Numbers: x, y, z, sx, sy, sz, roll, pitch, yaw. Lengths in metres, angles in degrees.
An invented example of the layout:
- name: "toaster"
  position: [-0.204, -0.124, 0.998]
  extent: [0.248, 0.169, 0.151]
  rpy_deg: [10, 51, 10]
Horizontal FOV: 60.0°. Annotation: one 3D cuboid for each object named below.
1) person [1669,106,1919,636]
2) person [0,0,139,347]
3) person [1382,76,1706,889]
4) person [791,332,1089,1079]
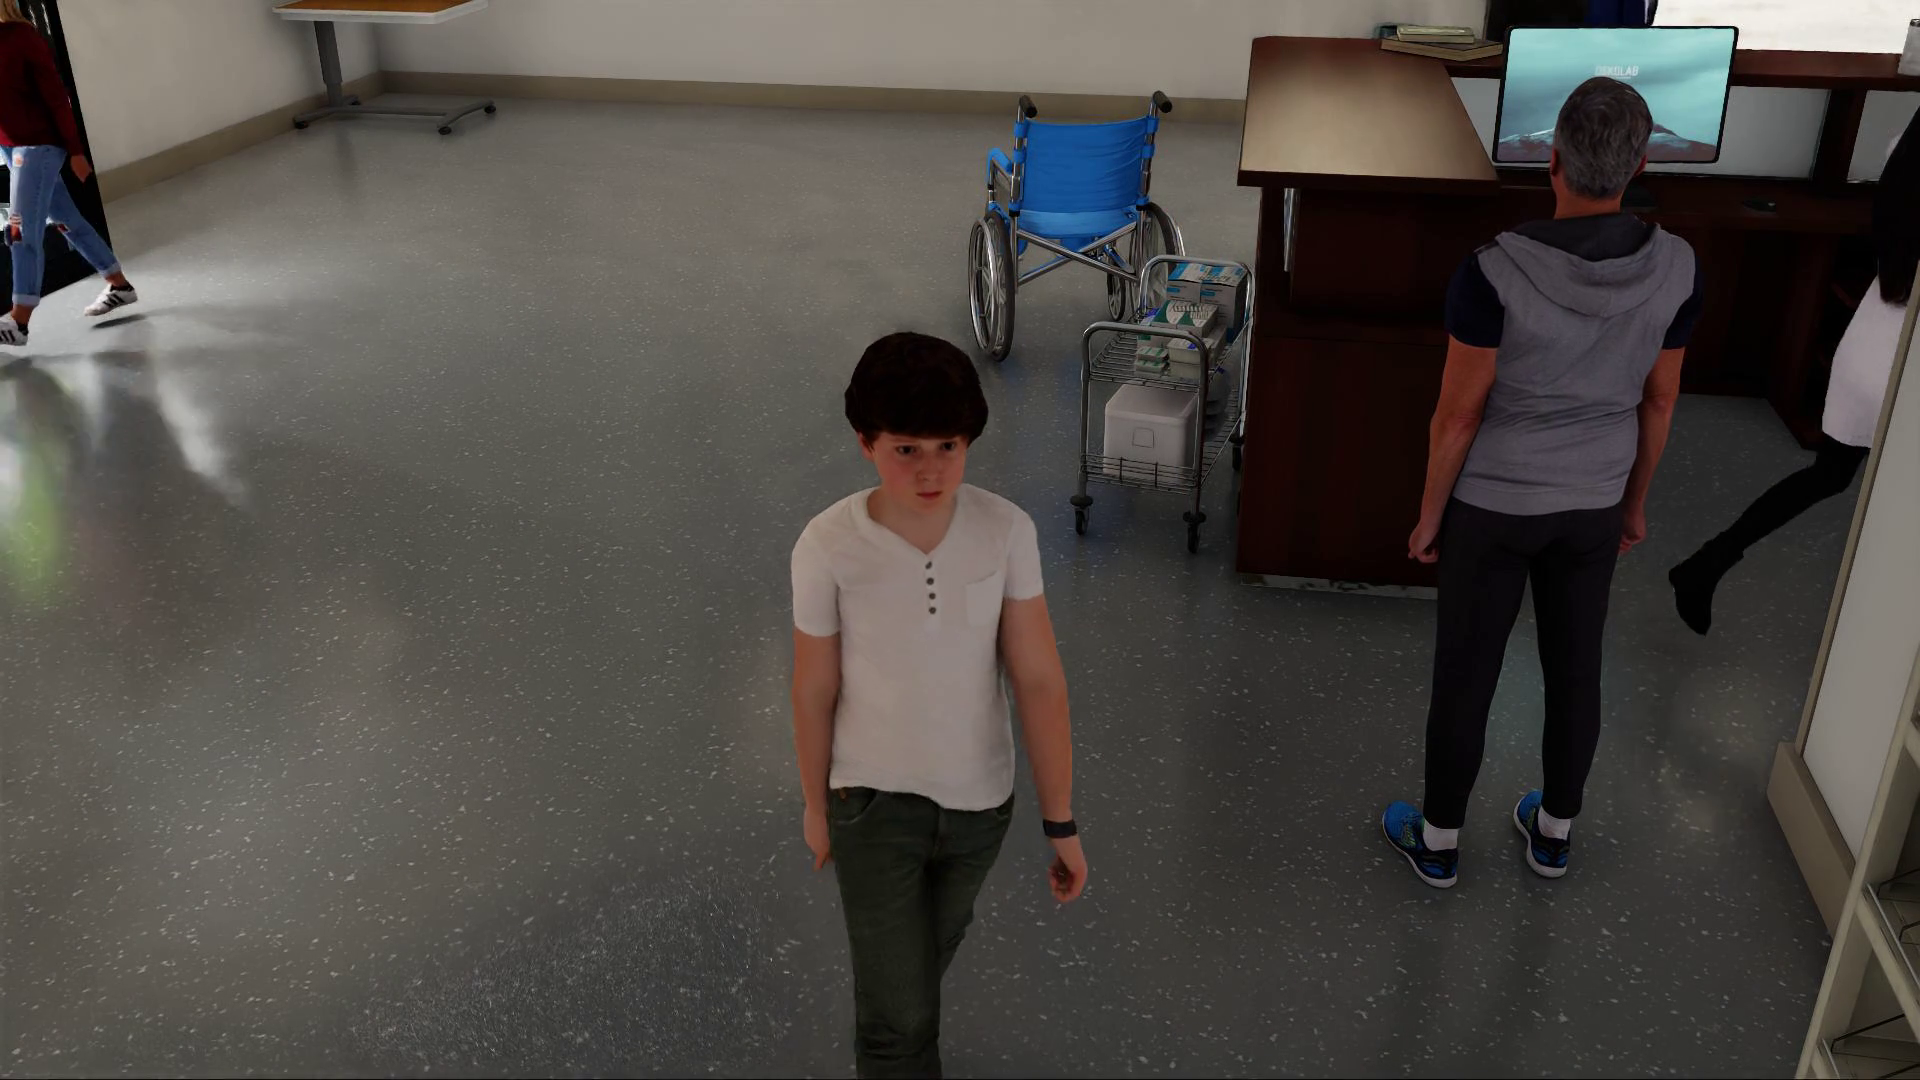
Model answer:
- name: "person"
  position: [2.433, -0.459, 4.470]
  extent: [0.884, 1.788, 1.073]
  rpy_deg: [-3, 26, -6]
- name: "person"
  position: [-3.963, -1.676, 7.229]
  extent: [0.872, 1.583, 1.154]
  rpy_deg: [15, 30, 28]
- name: "person"
  position: [1.256, -0.064, 3.603]
  extent: [0.751, 1.829, 0.673]
  rpy_deg: [-3, 26, -5]
- name: "person"
  position: [-0.081, 0.414, 2.858]
  extent: [0.905, 1.615, 1.118]
  rpy_deg: [-9, 27, -17]
